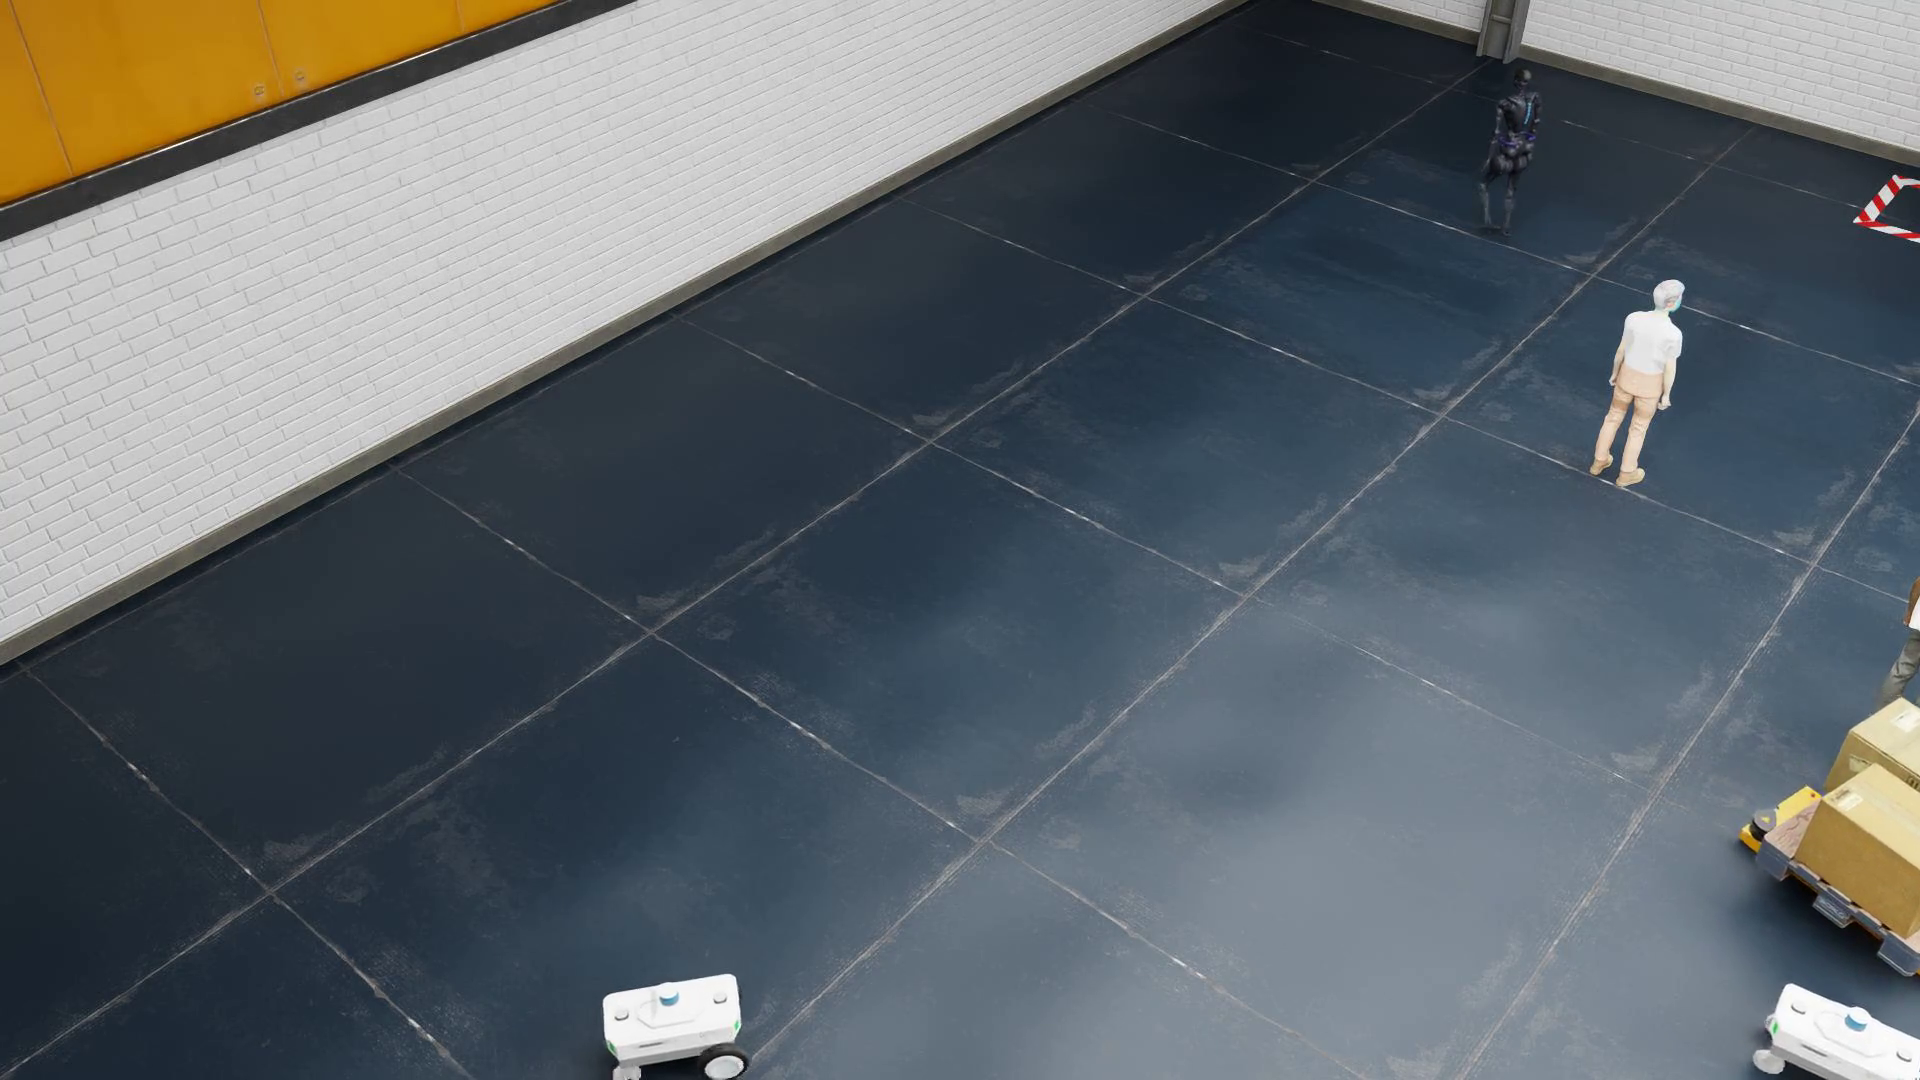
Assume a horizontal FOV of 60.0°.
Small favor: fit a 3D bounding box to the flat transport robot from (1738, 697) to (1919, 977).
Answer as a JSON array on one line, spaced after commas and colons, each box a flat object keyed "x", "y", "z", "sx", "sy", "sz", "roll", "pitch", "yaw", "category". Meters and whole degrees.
[{"x": 5.414, "y": 2.018, "z": 9.781, "sx": 0.659, "sy": 0.231, "sz": 1.431, "roll": -22, "pitch": 44, "yaw": -25, "category": "flat transport robot"}]

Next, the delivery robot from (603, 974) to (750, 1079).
[{"x": -1.518, "y": 2.568, "z": 8.851, "sx": 0.750, "sy": 0.570, "sz": 0.499, "roll": -7, "pitch": 39, "yaw": -9, "category": "delivery robot"}]

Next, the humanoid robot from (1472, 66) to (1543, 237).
[{"x": 5.204, "y": -3.659, "z": 15.701, "sx": 0.610, "sy": 1.646, "sz": 0.377, "roll": -17, "pitch": 42, "yaw": -20, "category": "humanoid robot"}]

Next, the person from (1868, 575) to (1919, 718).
[{"x": 6.101, "y": 0.578, "z": 10.311, "sx": 0.379, "sy": 1.844, "sz": 0.568, "roll": -17, "pitch": 42, "yaw": -20, "category": "person"}]

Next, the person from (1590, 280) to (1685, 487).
[{"x": 5.158, "y": -1.192, "z": 12.588, "sx": 0.313, "sy": 1.745, "sz": 0.491, "roll": -30, "pitch": 47, "yaw": -32, "category": "person"}]

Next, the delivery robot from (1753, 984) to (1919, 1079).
[{"x": 4.639, "y": 2.677, "z": 8.731, "sx": 0.785, "sy": 0.589, "sz": 0.499, "roll": 23, "pitch": 44, "yaw": 26, "category": "delivery robot"}]
